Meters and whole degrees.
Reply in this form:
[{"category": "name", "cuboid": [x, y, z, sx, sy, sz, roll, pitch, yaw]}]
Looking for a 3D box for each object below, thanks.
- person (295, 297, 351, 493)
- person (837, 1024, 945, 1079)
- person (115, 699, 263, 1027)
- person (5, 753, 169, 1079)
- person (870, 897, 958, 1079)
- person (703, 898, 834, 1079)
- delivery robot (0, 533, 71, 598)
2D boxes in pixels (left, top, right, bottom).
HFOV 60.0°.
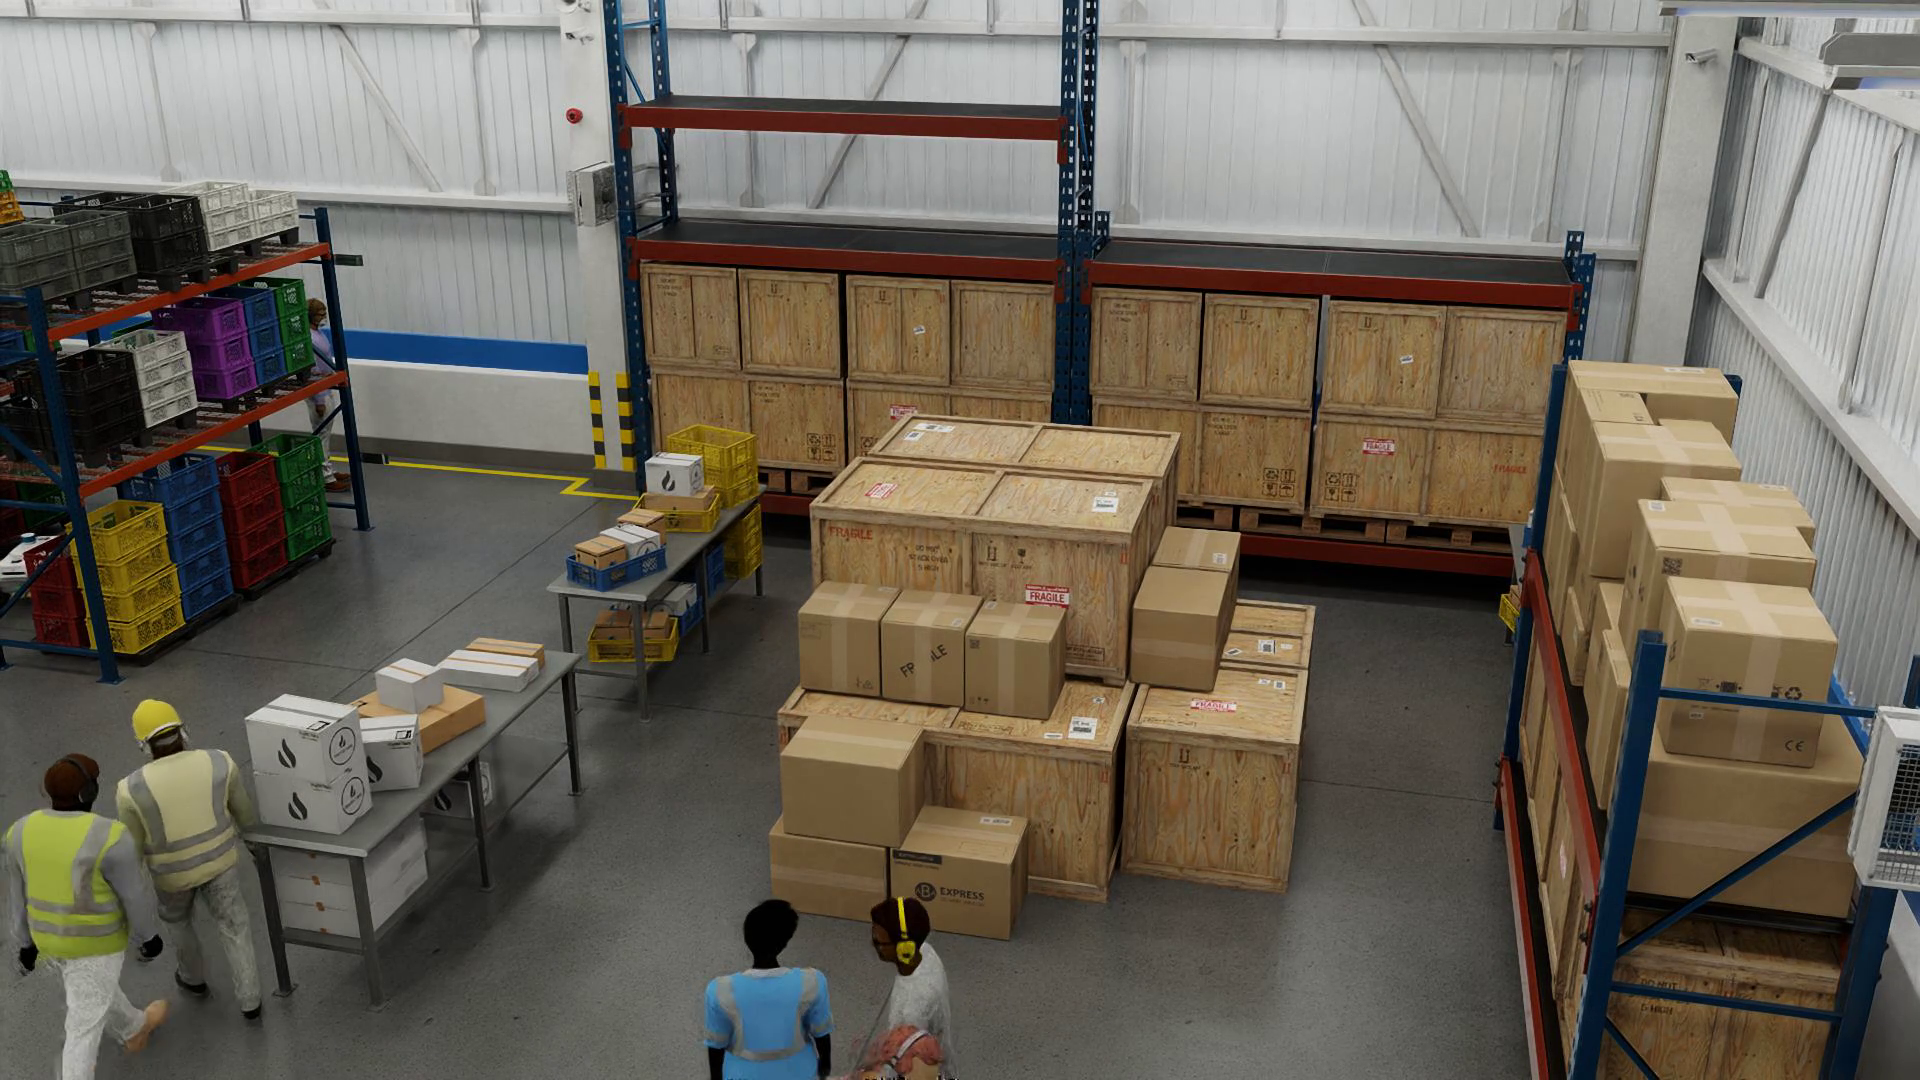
[{"category": "person", "cuboid": [-6.329, -1.442, 16.466, 0.372, 1.937, 0.627, -5, 22, -14]}, {"category": "person", "cuboid": [-0.327, 2.571, 6.068, 0.745, 1.874, 0.396, -5, 21, -12]}, {"category": "person", "cuboid": [-3.979, 1.647, 8.593, 0.704, 1.773, 0.812, -17, 27, -37]}, {"category": "person", "cuboid": [-4.170, 1.877, 7.997, 0.629, 1.785, 0.940, 6, 22, 16]}, {"category": "person", "cuboid": [-0.179, 2.280, 6.848, 0.350, 1.857, 0.521, 0, 21, 0]}, {"category": "person", "cuboid": [-0.800, 2.293, 7.051, 0.546, 1.682, 0.322, -4, 21, -11]}, {"category": "delivery robot", "cuboid": [-7.807, 0.179, 14.019, 0.477, 0.478, 0.707, -1, 21, -3]}]
